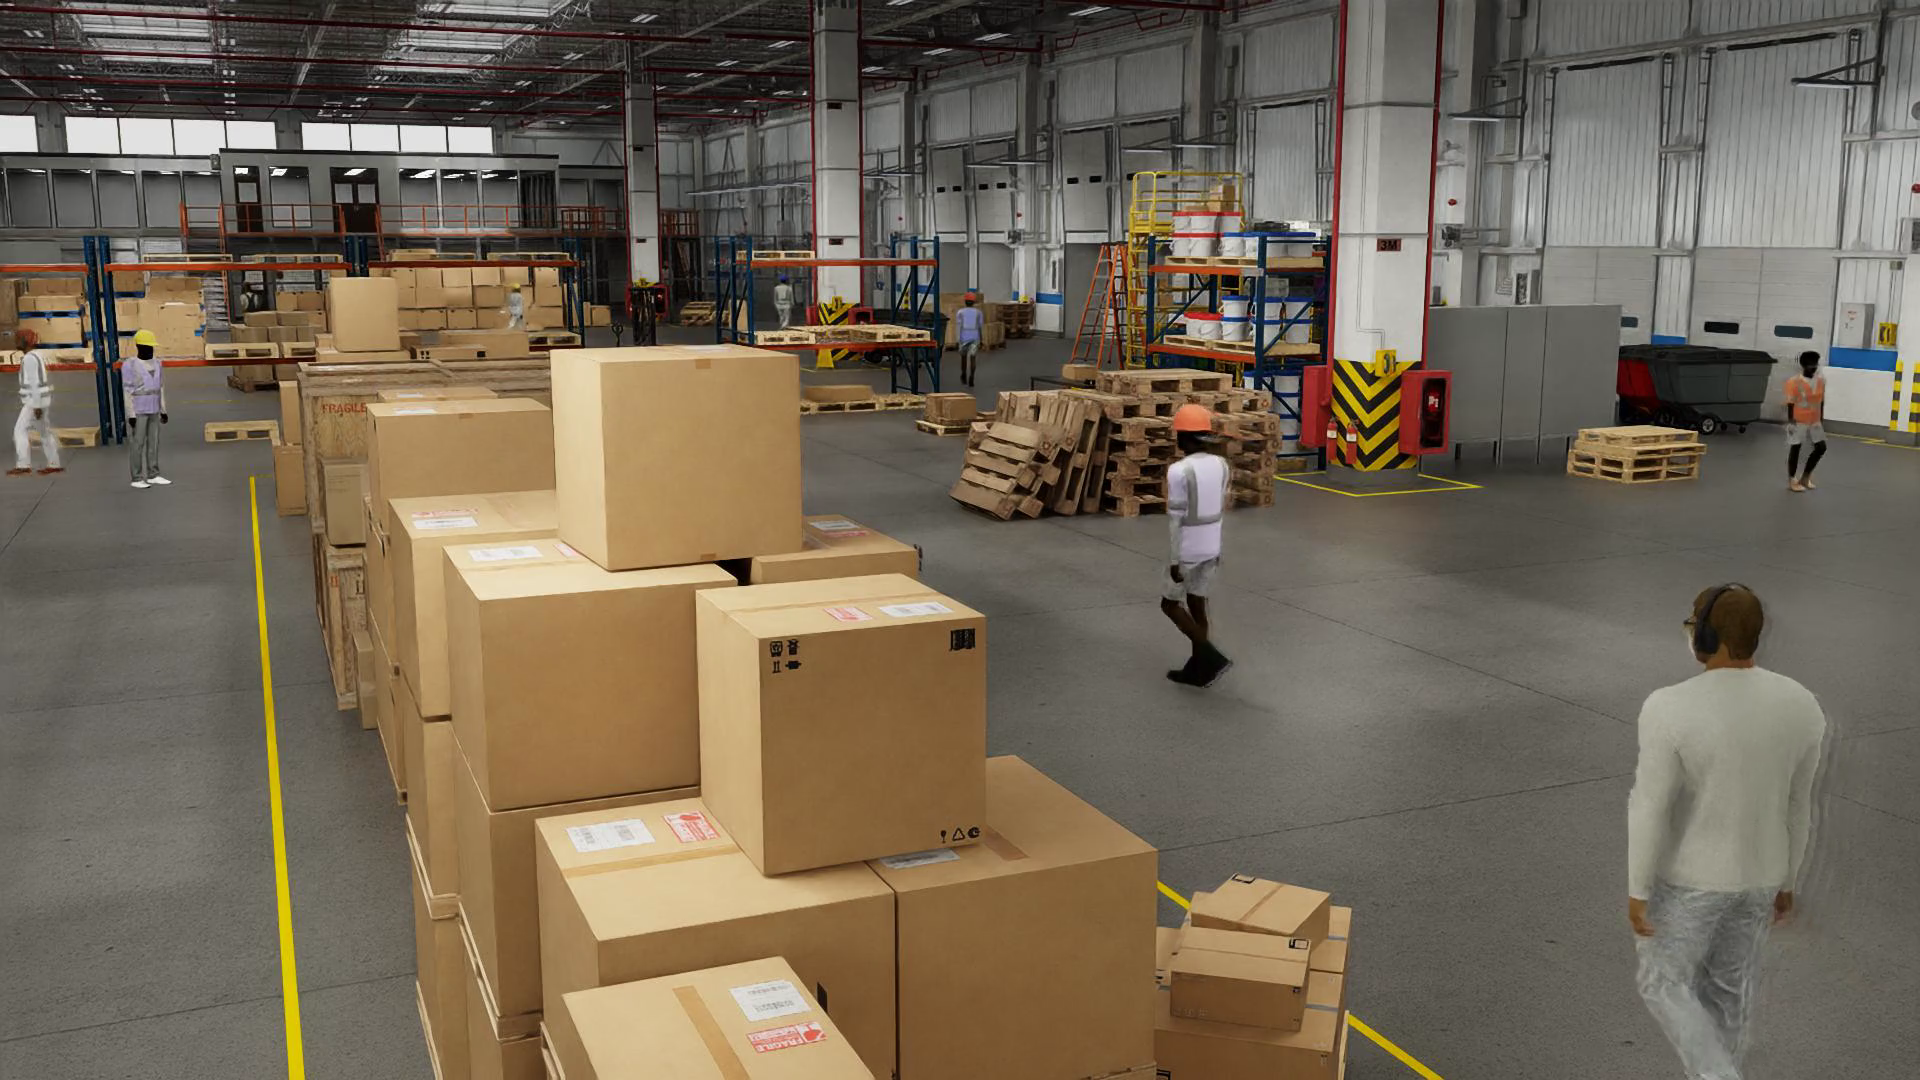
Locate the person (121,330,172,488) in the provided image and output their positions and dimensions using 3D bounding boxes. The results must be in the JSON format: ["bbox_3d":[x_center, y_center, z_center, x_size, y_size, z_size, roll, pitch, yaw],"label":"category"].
[{"bbox_3d":[-9.813,-1.579,20.083,0.435,1.912,0.596,3,11,15],"label":"person"}]

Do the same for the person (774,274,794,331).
[{"bbox_3d":[-5.287,-7.006,49.901,0.630,1.934,0.496,3,11,16],"label":"person"}]

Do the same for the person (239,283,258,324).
[{"bbox_3d":[-19.036,-5.963,44.498,0.905,1.802,0.522,9,14,42],"label":"person"}]

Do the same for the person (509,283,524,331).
[{"bbox_3d":[-12.881,-6.601,48.242,0.495,1.724,0.658,4,11,20],"label":"person"}]

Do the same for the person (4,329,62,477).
[{"bbox_3d":[-11.770,-1.710,20.910,0.768,1.858,0.616,-4,11,-21],"label":"person"}]

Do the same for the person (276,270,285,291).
[{"bbox_3d":[-23.878,-8.532,58.454,0.337,1.882,0.585,-3,11,-14],"label":"person"}]

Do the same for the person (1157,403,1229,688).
[{"bbox_3d":[1.577,0.064,10.998,0.553,1.924,0.531,-8,13,-38],"label":"person"}]

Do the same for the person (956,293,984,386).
[{"bbox_3d":[0.195,-4.110,34.071,0.574,1.880,0.997,-1,10,-5],"label":"person"}]

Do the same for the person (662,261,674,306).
[{"bbox_3d":[-13.064,-11.415,74.073,0.612,1.986,0.407,0,10,-2],"label":"person"}]

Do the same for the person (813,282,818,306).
[{"bbox_3d":[-4.608,-8.021,55.834,0.627,1.821,0.773,-3,11,-15],"label":"person"}]

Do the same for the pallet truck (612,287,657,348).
[{"bbox_3d":[-6.464,-4.406,35.401,0.823,1.965,1.885,6,12,32],"label":"pallet truck"}]

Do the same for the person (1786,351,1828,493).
[{"bbox_3d":[9.981,-1.386,19.609,0.561,1.681,0.414,-2,11,-13],"label":"person"}]

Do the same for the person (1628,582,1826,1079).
[{"bbox_3d":[2.445,1.097,5.289,0.636,1.921,0.662,-2,10,-10],"label":"person"}]
